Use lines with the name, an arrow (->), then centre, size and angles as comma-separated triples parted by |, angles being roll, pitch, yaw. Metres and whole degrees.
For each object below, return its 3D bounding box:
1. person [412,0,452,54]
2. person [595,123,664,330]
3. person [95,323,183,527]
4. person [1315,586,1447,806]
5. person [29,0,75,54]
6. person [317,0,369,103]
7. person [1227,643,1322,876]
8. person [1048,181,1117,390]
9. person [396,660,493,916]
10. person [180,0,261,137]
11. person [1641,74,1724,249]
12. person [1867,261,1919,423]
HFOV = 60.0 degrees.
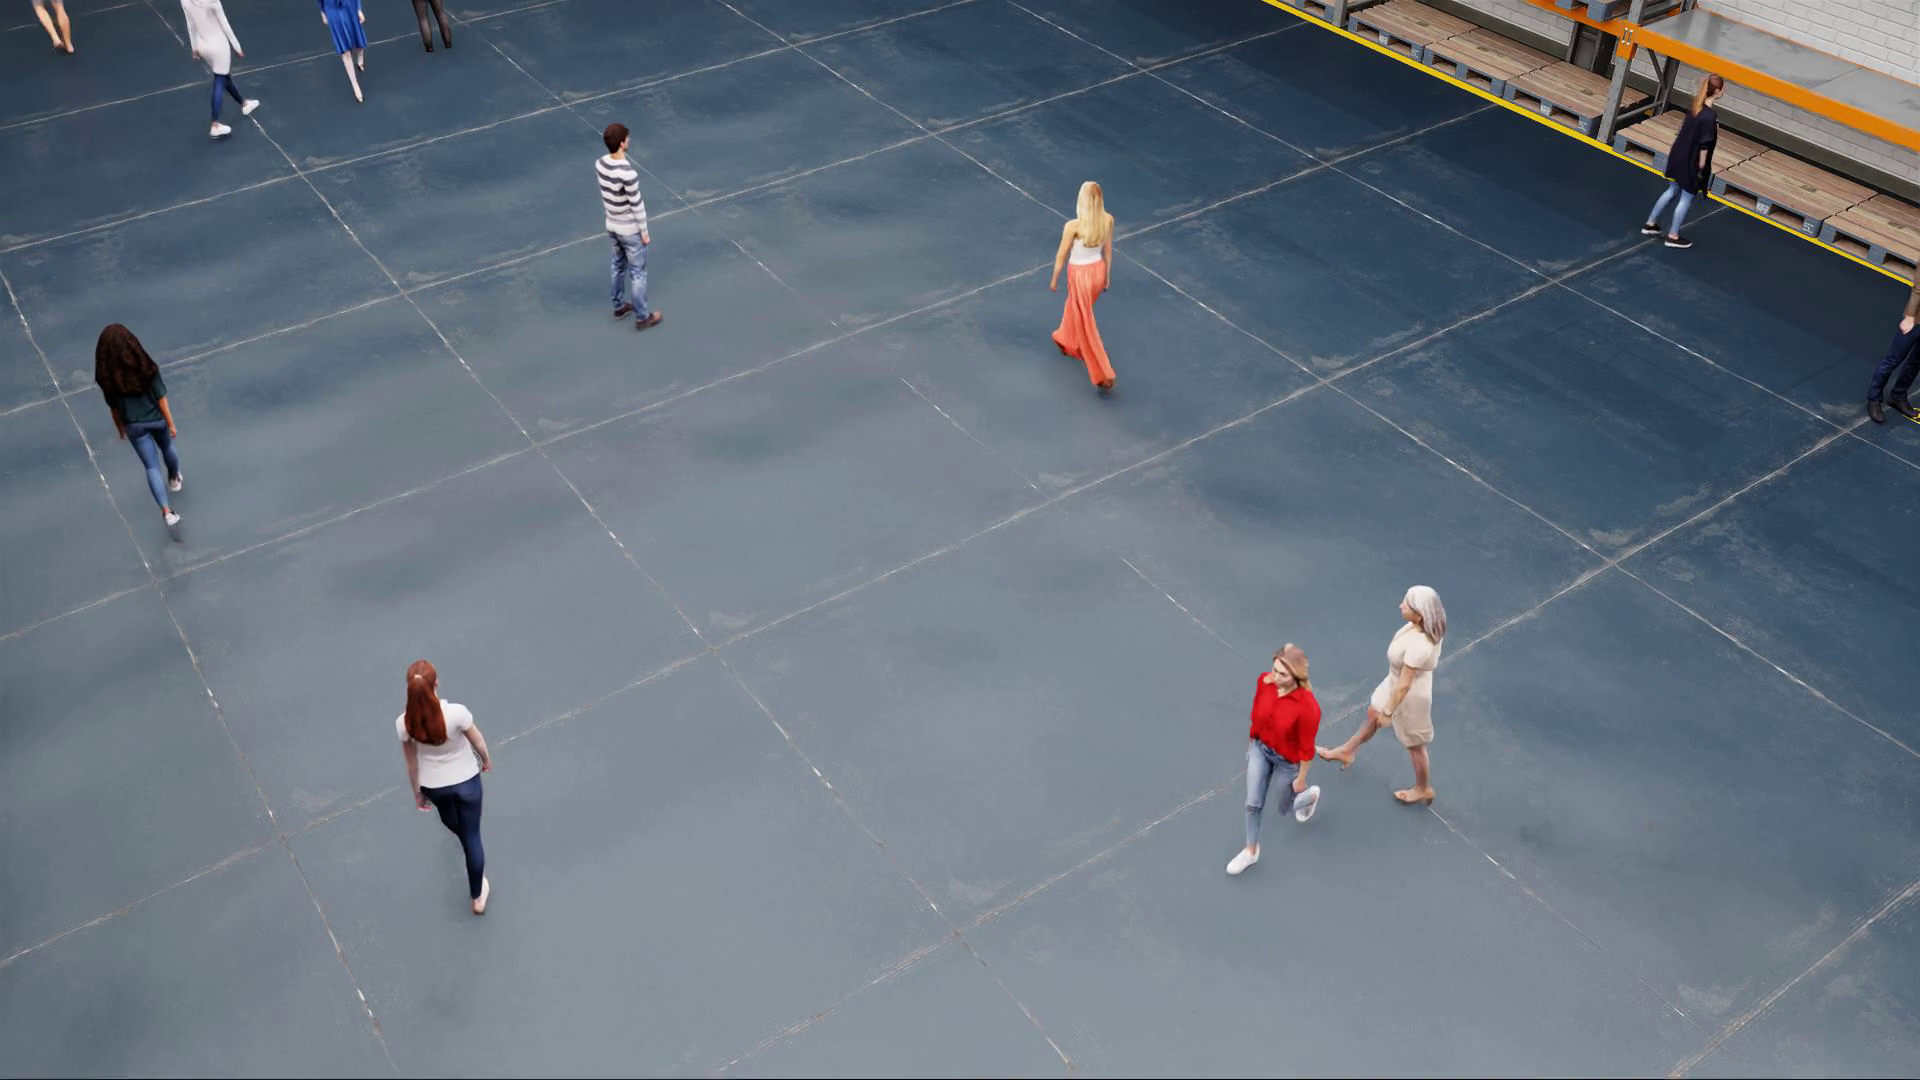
person -> -6.313, -6.530, 19.539 | 0.679, 1.714, 0.508 | -22, 44, -26
person -> -2.942, -2.746, 14.558 | 0.561, 1.845, 0.751 | 28, 47, 31
person -> -6.060, -0.829, 12.368 | 0.732, 1.581, 1.122 | -15, 41, -18
person -> 2.793, 0.989, 9.993 | 1.108, 1.705, 0.942 | 16, 41, 19
person -> -10.658, -6.540, 19.312 | 0.597, 1.839, 0.660 | -24, 44, -27
person -> -6.843, -5.836, 18.463 | 0.835, 1.798, 1.180 | -12, 40, -15
person -> 1.906, 1.237, 9.698 | 0.744, 1.685, 0.928 | -29, 47, -31
person -> 1.081, -2.063, 13.775 | 0.745, 1.754, 1.275 | -19, 42, -22
person -> -2.883, 1.452, 9.413 | 0.852, 1.704, 1.093 | -6, 39, -7
person -> -7.964, -5.145, 17.658 | 1.155, 1.724, 1.148 | 11, 40, 13
person -> 6.878, -3.594, 15.754 | 0.830, 1.676, 0.750 | 3, 39, 4
person -> 7.791, -1.821, 13.366 | 0.725, 1.886, 0.697 | -8, 39, -9
